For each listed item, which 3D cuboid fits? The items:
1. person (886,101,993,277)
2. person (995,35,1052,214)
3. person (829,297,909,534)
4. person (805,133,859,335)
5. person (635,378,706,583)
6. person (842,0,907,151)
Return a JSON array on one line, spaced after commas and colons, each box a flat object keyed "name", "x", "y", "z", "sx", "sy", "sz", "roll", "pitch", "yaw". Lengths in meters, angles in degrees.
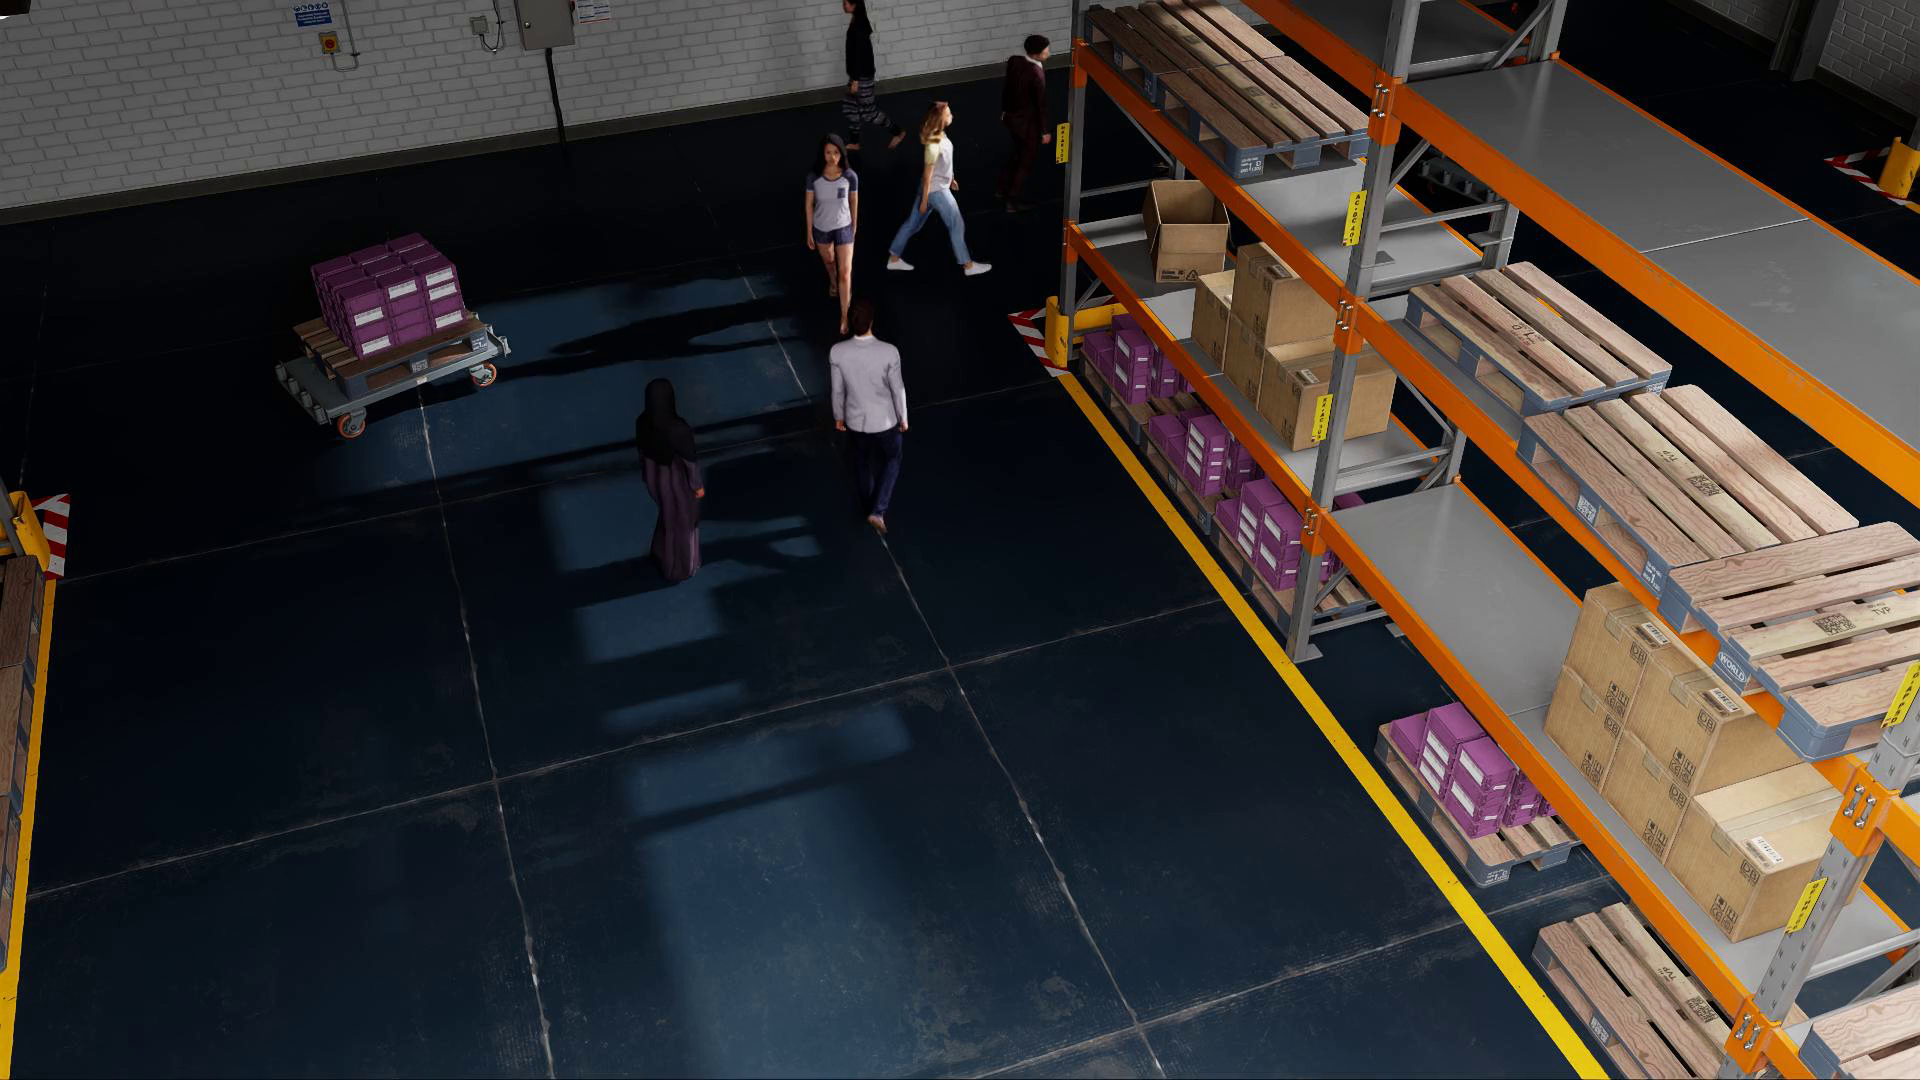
[{"name": "person", "x": -0.321, "y": -3.048, "z": 14.679, "sx": 0.943, "sy": 1.667, "sz": 1.202, "roll": -1, "pitch": 39, "yaw": -1}, {"name": "person", "x": 0.588, "y": -3.914, "z": 15.642, "sx": 0.632, "sy": 1.818, "sz": 0.879, "roll": 31, "pitch": 48, "yaw": 33}, {"name": "person", "x": -0.645, "y": -0.830, "z": 11.763, "sx": 0.941, "sy": 1.839, "sz": 1.050, "roll": 6, "pitch": 39, "yaw": 8}, {"name": "person", "x": -1.091, "y": -2.703, "z": 14.252, "sx": 0.890, "sy": 1.660, "sz": 1.203, "roll": 1, "pitch": 39, "yaw": 1}, {"name": "person", "x": -2.022, "y": -0.376, "z": 11.379, "sx": 0.809, "sy": 1.609, "sz": 0.858, "roll": 21, "pitch": 43, "yaw": 24}, {"name": "person", "x": -0.910, "y": -4.692, "z": 16.705, "sx": 0.833, "sy": 1.707, "sz": 0.960, "roll": -5, "pitch": 39, "yaw": -6}]
